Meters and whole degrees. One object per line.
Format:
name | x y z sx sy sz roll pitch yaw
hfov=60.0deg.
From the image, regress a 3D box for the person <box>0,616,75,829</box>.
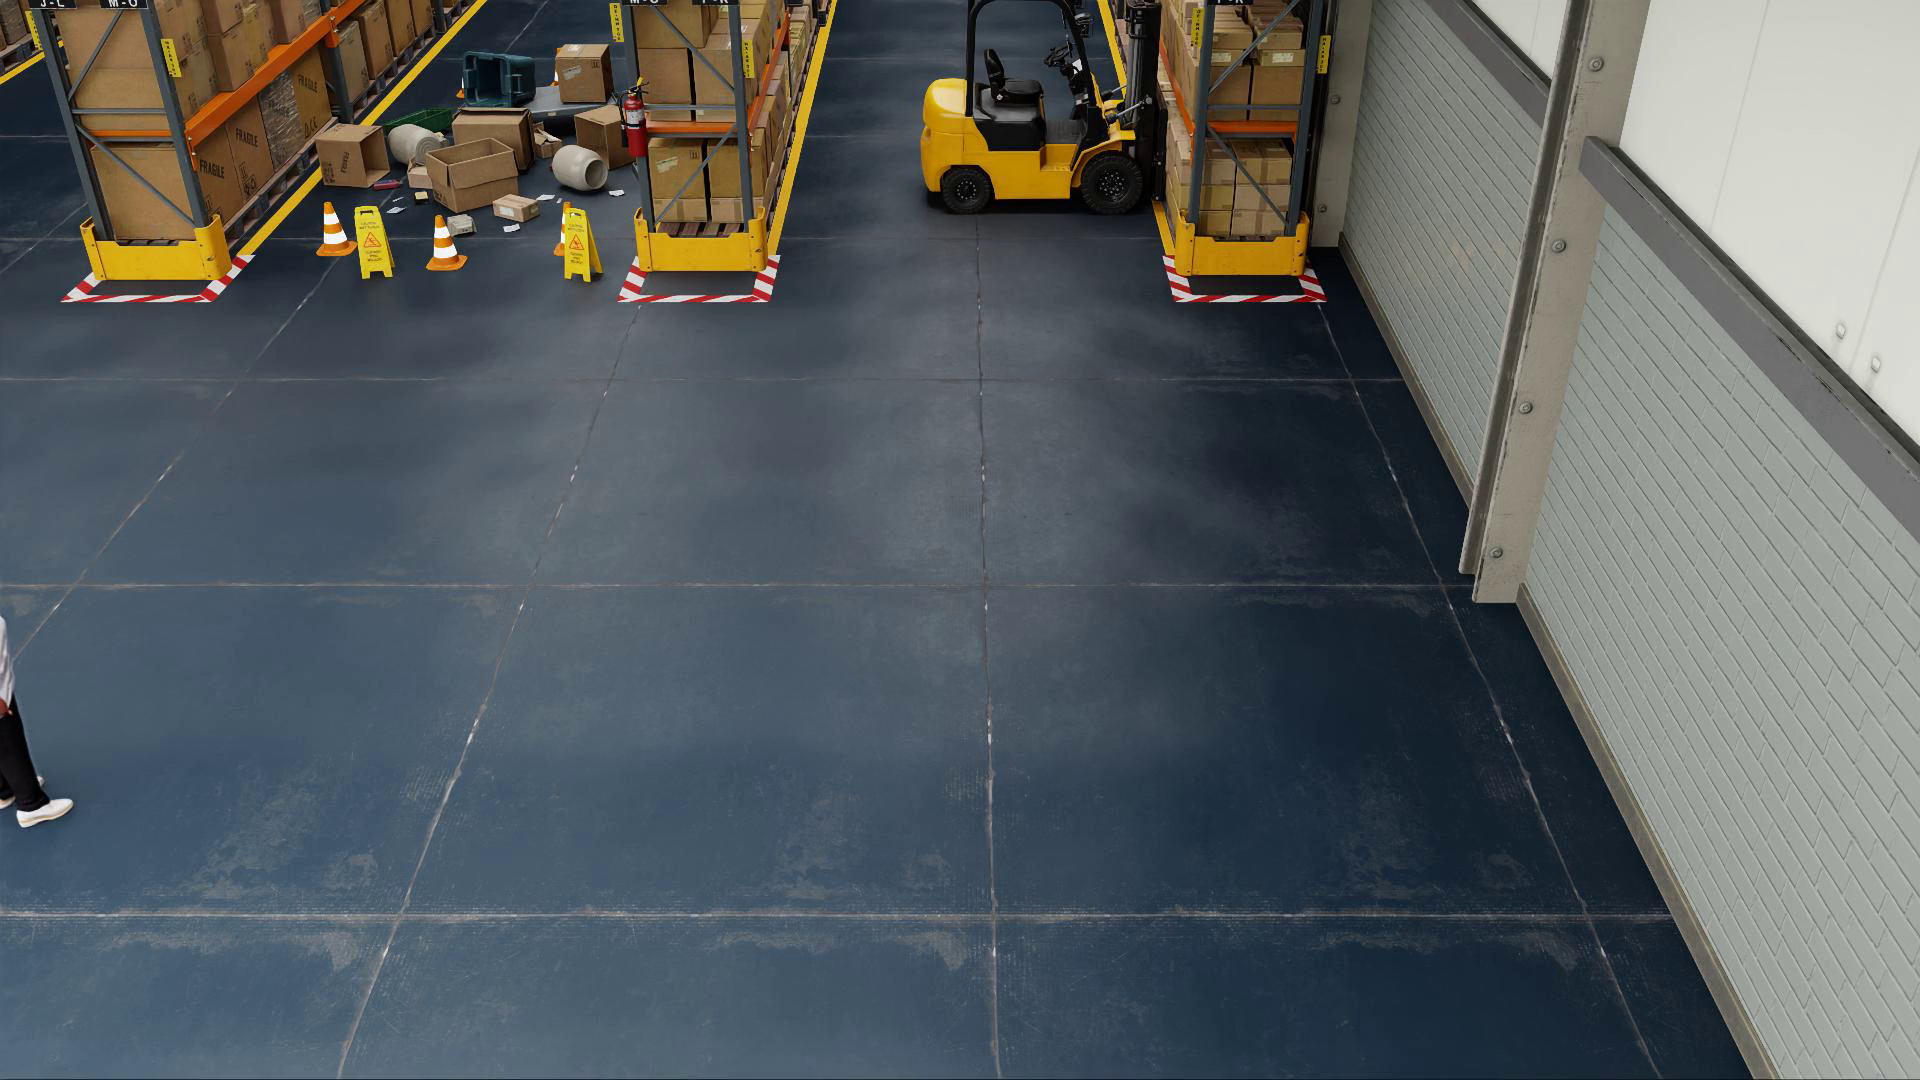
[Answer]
person | -5.096 0.738 8.654 0.761 1.687 0.816 26 41 35
